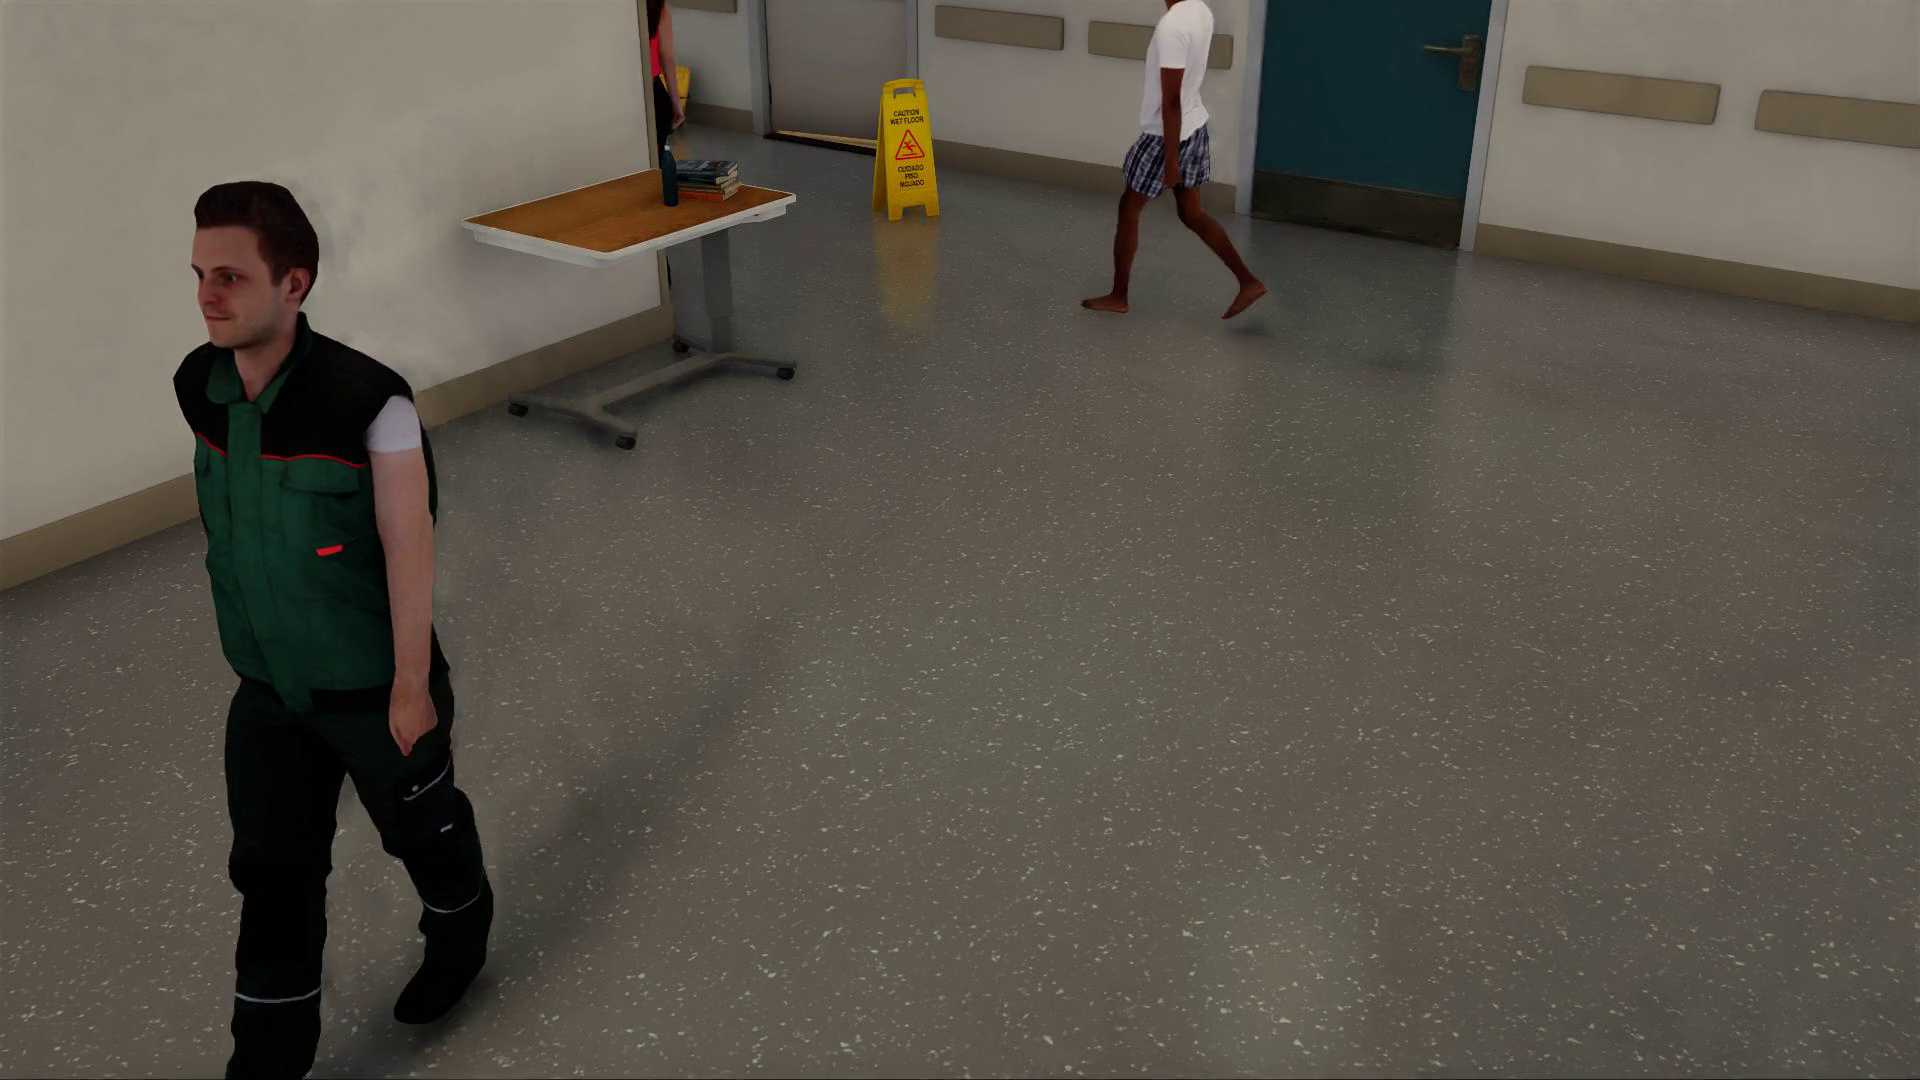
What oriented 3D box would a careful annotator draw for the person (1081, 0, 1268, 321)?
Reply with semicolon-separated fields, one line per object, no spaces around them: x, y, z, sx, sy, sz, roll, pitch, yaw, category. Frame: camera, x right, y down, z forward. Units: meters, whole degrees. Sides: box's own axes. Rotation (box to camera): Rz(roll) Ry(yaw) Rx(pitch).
1.038;-1.791;7.480;1.136;1.700;0.722;14;29;26;person

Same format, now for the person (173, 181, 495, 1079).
-1.137;0.211;3.198;1.059;1.808;0.914;9;27;17;person

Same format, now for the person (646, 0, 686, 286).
-1.542;-2.039;8.078;0.851;1.625;1.099;-15;30;-29;person
